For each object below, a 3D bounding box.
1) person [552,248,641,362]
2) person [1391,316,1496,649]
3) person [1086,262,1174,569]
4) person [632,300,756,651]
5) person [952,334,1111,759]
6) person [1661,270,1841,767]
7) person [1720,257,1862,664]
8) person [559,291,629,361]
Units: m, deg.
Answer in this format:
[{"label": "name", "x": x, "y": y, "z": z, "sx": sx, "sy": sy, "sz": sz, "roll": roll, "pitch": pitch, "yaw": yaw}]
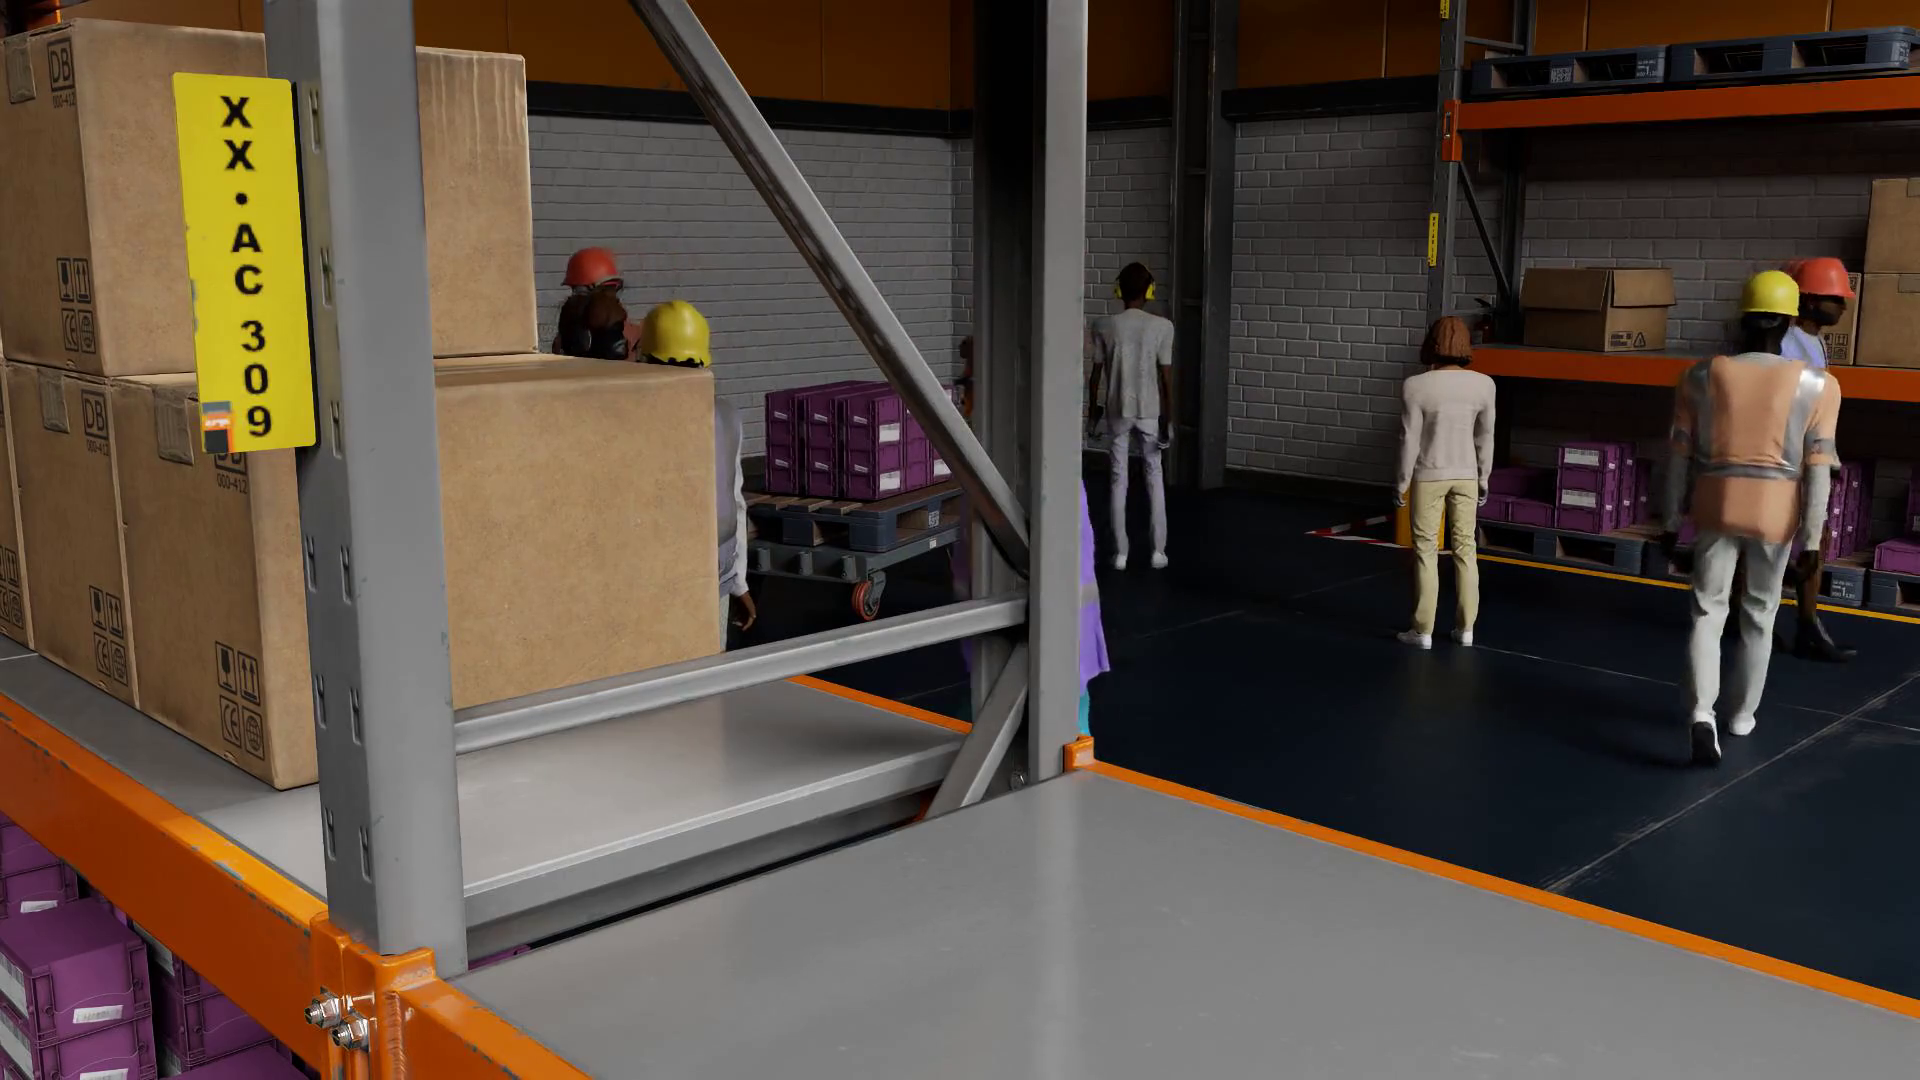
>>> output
[{"label": "person", "x": -1.780, "y": -0.416, "z": 8.046, "sx": 1.010, "sy": 1.945, "sz": 0.654, "roll": 8, "pitch": 13, "yaw": 37}, {"label": "person", "x": 2.369, "y": -0.278, "z": 8.168, "sx": 0.507, "sy": 1.632, "sz": 0.267, "roll": -2, "pitch": 11, "yaw": -10}, {"label": "person", "x": 1.030, "y": -0.735, "z": 10.063, "sx": 0.536, "sy": 1.863, "sz": 0.394, "roll": 1, "pitch": 10, "yaw": 5}, {"label": "person", "x": -0.920, "y": 0.147, "z": 5.342, "sx": 0.586, "sy": 1.822, "sz": 0.403, "roll": -8, "pitch": 13, "yaw": -37}, {"label": "person", "x": 0.166, "y": 0.363, "z": 4.286, "sx": 0.996, "sy": 1.797, "sz": 0.573, "roll": 5, "pitch": 11, "yaw": 24}, {"label": "person", "x": 3.023, "y": -0.087, "z": 6.420, "sx": 0.592, "sy": 1.896, "sz": 0.908, "roll": 6, "pitch": 12, "yaw": 29}, {"label": "person", "x": 4.087, "y": -0.380, "z": 7.957, "sx": 0.792, "sy": 1.905, "sz": 0.551, "roll": 7, "pitch": 13, "yaw": 34}, {"label": "person", "x": -1.333, "y": 0.005, "z": 6.098, "sx": 0.678, "sy": 1.827, "sz": 0.647, "roll": 4, "pitch": 11, "yaw": 20}]
